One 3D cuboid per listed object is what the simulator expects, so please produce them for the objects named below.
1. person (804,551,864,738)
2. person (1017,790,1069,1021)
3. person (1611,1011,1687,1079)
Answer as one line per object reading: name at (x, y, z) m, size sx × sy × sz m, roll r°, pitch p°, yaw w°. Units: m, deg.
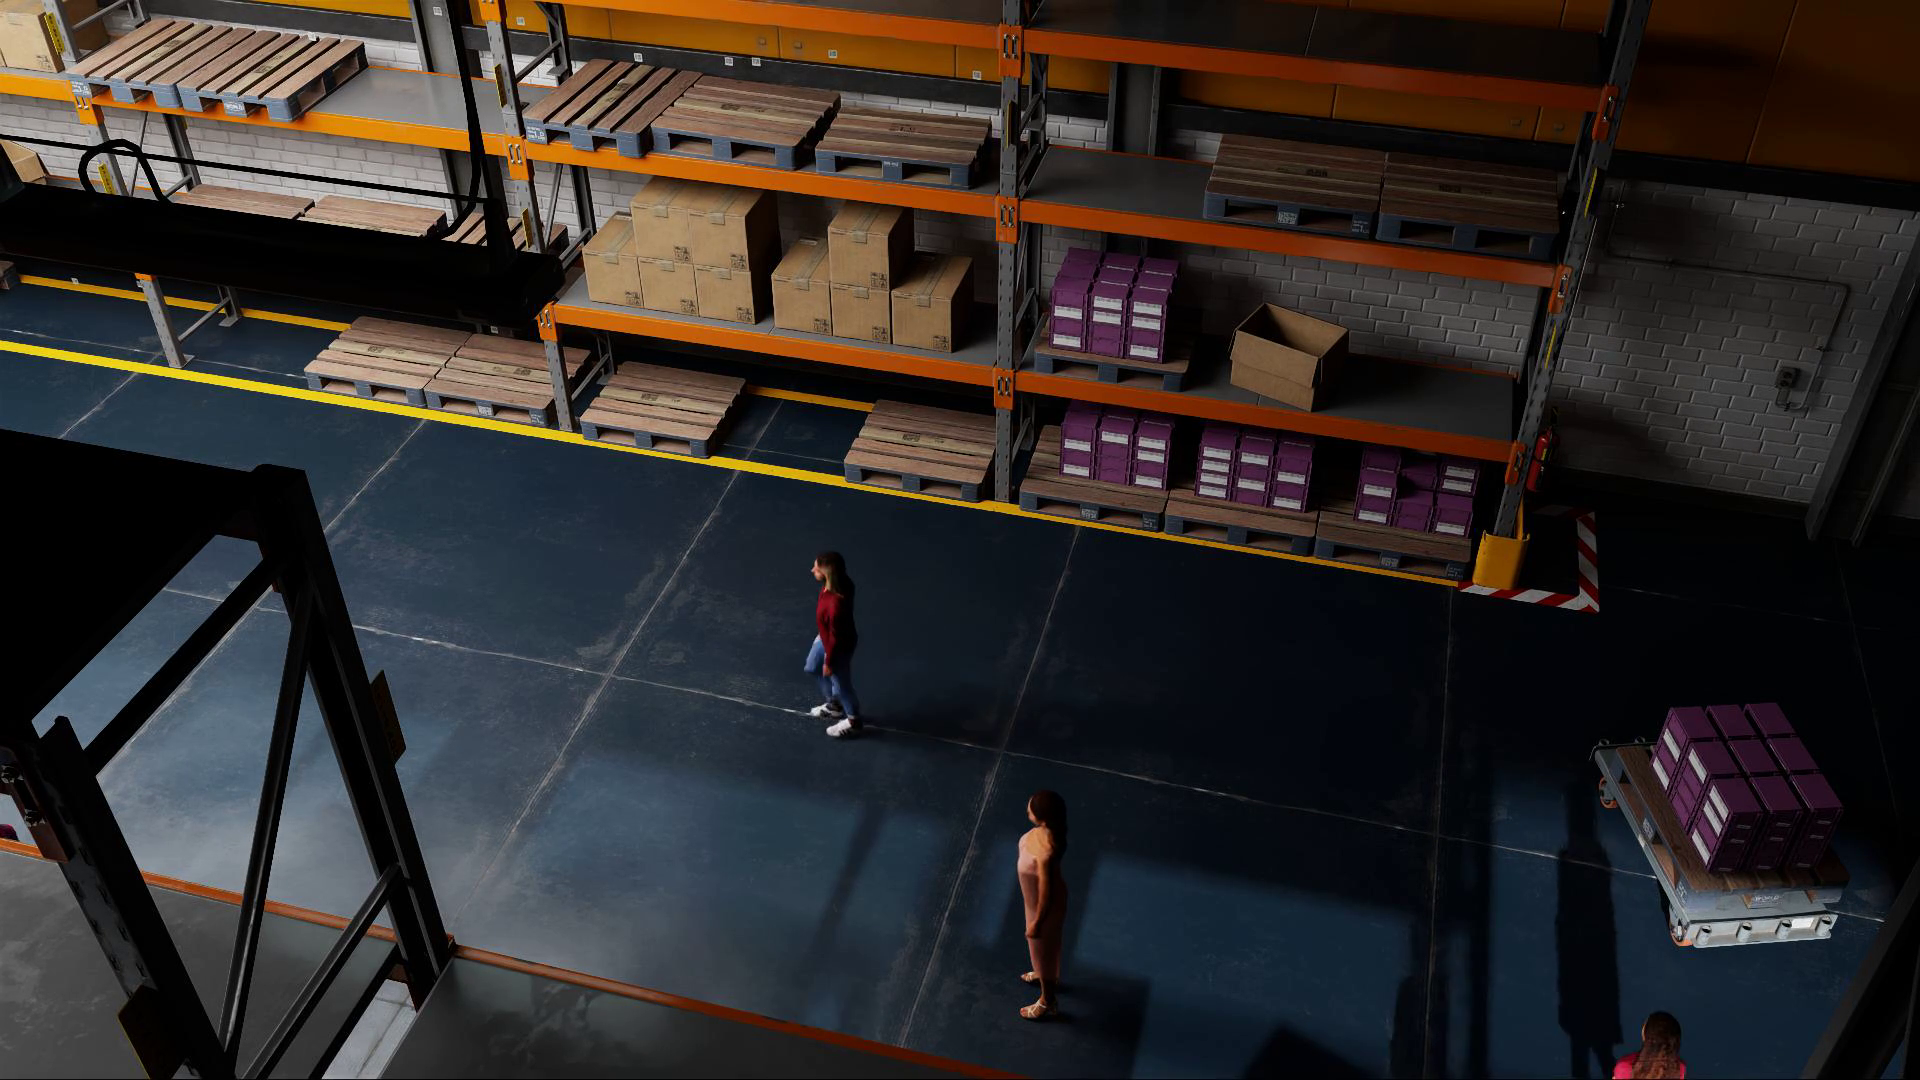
person at (-0.769, 0.715, 11.407) m, size 0.716 × 1.620 × 0.694 m, roll -2°, pitch 39°, yaw -2°
person at (0.495, 2.079, 9.530) m, size 0.556 × 1.832 × 0.613 m, roll 4°, pitch 39°, yaw 5°
person at (3.481, 3.032, 8.570) m, size 0.866 × 1.540 × 0.779 m, roll -3°, pitch 39°, yaw -4°
